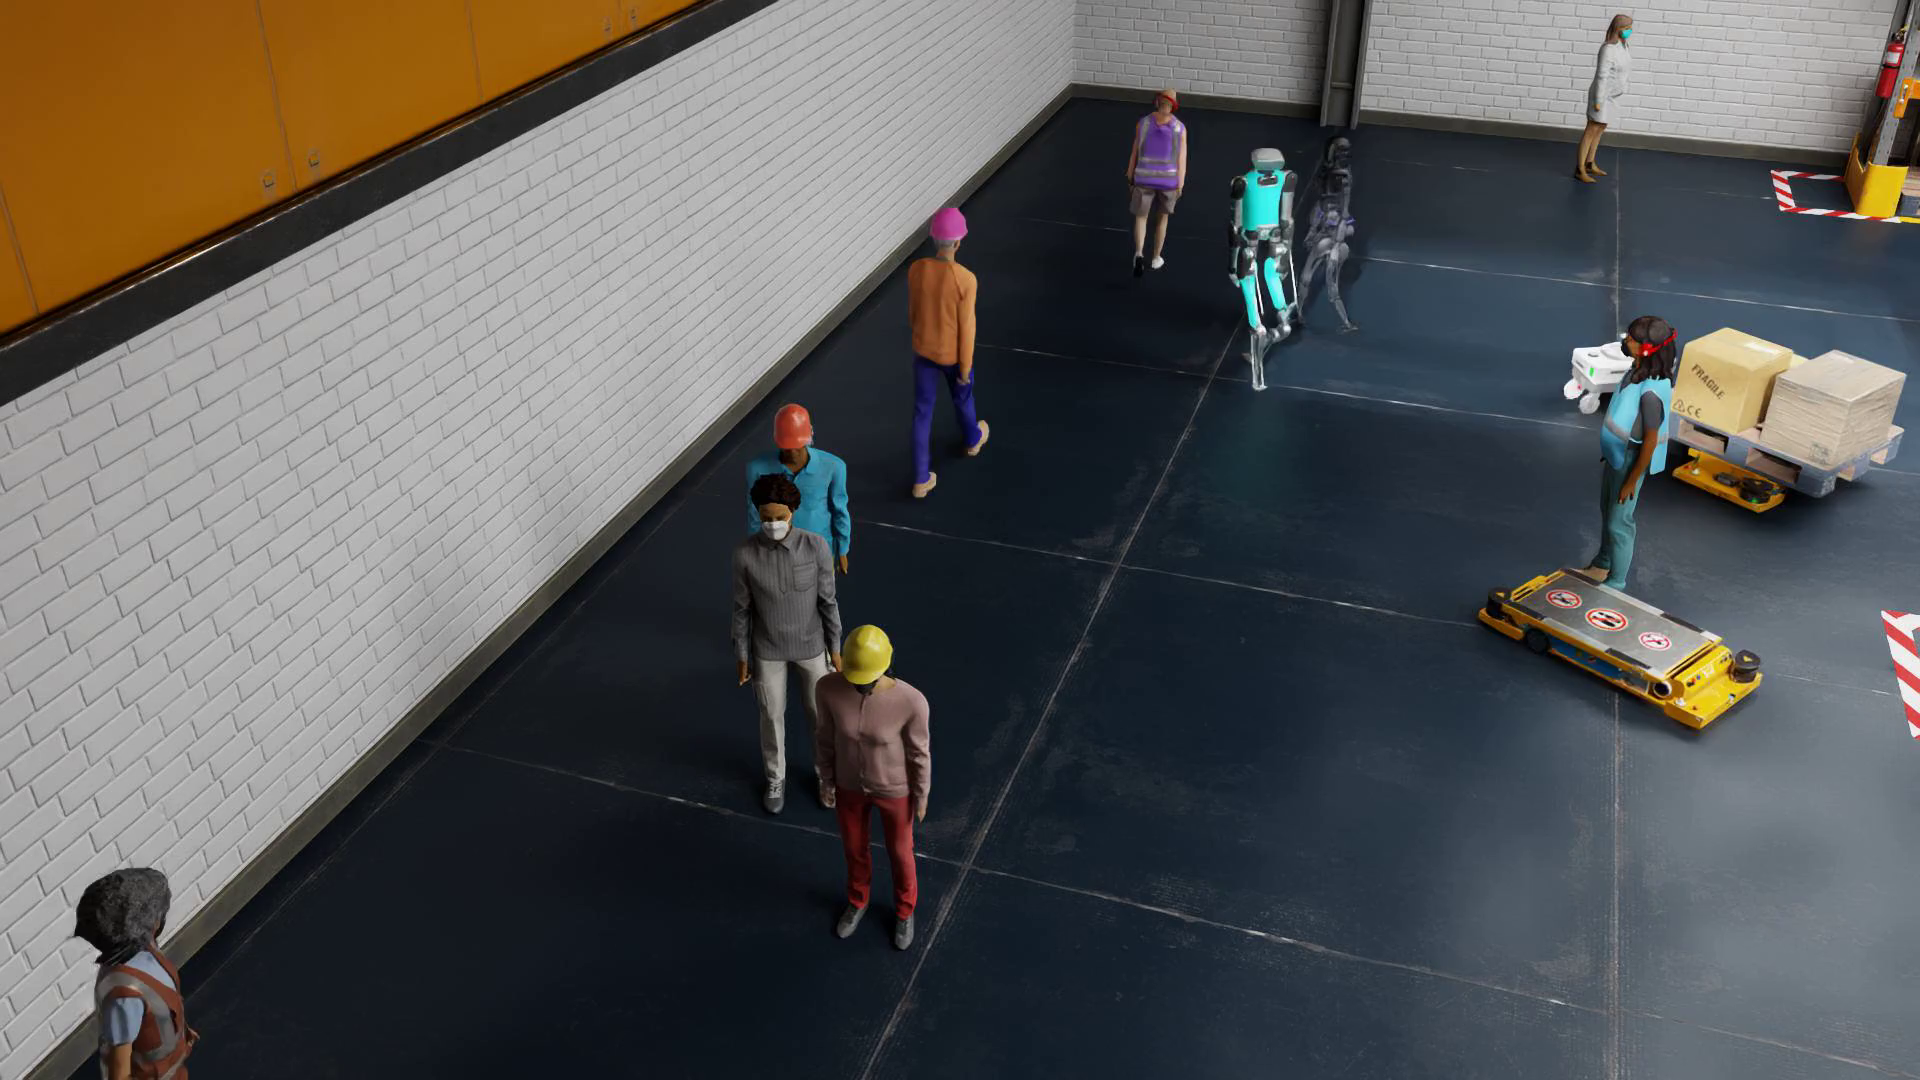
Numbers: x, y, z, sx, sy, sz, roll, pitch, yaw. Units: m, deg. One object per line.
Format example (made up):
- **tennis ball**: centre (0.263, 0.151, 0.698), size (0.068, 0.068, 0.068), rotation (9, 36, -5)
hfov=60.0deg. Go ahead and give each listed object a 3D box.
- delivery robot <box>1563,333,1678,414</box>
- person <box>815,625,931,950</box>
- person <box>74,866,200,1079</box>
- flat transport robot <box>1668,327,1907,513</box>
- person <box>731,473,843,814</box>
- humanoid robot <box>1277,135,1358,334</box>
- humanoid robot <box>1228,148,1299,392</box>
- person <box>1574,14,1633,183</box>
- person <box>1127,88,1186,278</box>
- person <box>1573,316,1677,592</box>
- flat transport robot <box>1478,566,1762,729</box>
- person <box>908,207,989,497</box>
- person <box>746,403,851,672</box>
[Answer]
- **delivery robot**: centre (4.985, -1.252, 12.489), size (0.814, 0.611, 0.499), rotation (-4, 31, -7)
- **person**: centre (-0.383, 1.096, 7.303), size (0.520, 1.752, 0.370), rotation (9, 32, 14)
- **person**: centre (-2.898, 1.908, 5.997), size (0.429, 1.656, 0.488), rotation (-9, 32, -16)
- **flat transport robot**: centre (5.697, -0.582, 11.615), size (1.431, 0.231, 0.659), rotation (-20, 36, -31)
- **person**: centre (-0.846, 0.507, 8.171), size (0.542, 1.892, 0.389), rotation (-2, 31, -4)
- **humanoid robot**: centre (2.989, -2.448, 13.449), size (0.567, 1.649, 0.600), rotation (-6, 31, -10)
- **humanoid robot**: centre (2.367, -1.967, 12.612), size (0.541, 1.865, 0.793), rotation (-8, 31, -13)
- **person**: centre (6.563, -4.483, 16.876), size (0.342, 1.658, 0.485), rotation (25, 38, 35)
- **person**: centre (1.699, -3.100, 14.514), size (0.507, 1.666, 0.646), rotation (6, 31, 11)
- **person**: centre (3.931, -0.442, 9.801), size (0.370, 1.865, 0.541), rotation (5, 31, 8)
- **flat transport robot**: centre (3.805, 0.582, 9.635), size (0.659, 0.231, 1.431), rotation (-23, 37, -34)
- **person**: centre (-0.096, -1.309, 11.208), size (0.525, 1.929, 1.021), rotation (12, 33, 20)
- **person**: centre (-0.874, 0.040, 9.103), size (0.561, 1.743, 0.351), rotation (-1, 30, -1)
